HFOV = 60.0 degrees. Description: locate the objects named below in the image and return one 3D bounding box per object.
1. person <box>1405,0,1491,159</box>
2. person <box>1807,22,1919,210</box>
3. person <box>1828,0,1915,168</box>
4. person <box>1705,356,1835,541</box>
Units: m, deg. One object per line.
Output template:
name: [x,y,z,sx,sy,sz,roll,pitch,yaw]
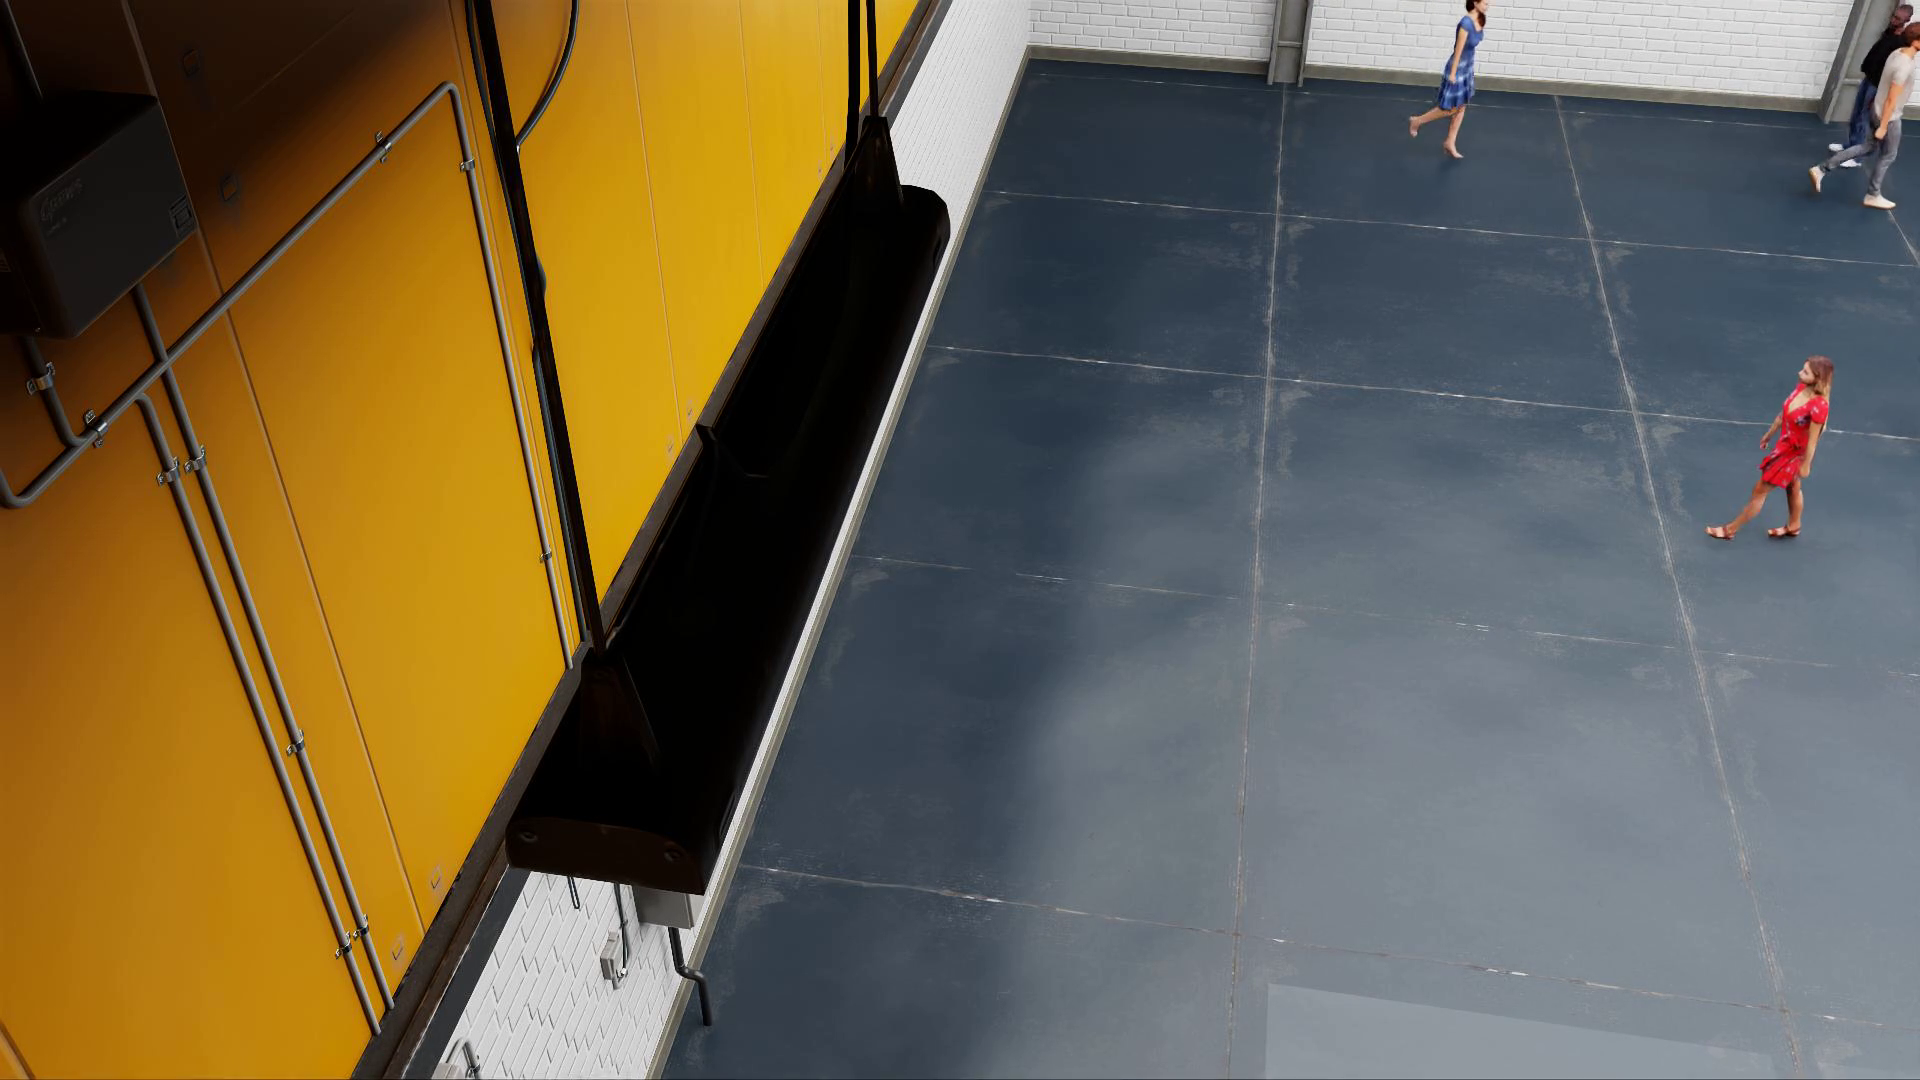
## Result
person: [5.009,-4.745,16.944,0.973,1.789,0.819,20,43,23]
person: [8.858,-4.110,16.082,1.128,1.873,0.747,11,40,13]
person: [9.259,-4.593,16.801,0.605,1.731,0.738,10,40,12]
person: [6.073,-0.615,11.956,0.950,1.561,0.618,3,39,4]
